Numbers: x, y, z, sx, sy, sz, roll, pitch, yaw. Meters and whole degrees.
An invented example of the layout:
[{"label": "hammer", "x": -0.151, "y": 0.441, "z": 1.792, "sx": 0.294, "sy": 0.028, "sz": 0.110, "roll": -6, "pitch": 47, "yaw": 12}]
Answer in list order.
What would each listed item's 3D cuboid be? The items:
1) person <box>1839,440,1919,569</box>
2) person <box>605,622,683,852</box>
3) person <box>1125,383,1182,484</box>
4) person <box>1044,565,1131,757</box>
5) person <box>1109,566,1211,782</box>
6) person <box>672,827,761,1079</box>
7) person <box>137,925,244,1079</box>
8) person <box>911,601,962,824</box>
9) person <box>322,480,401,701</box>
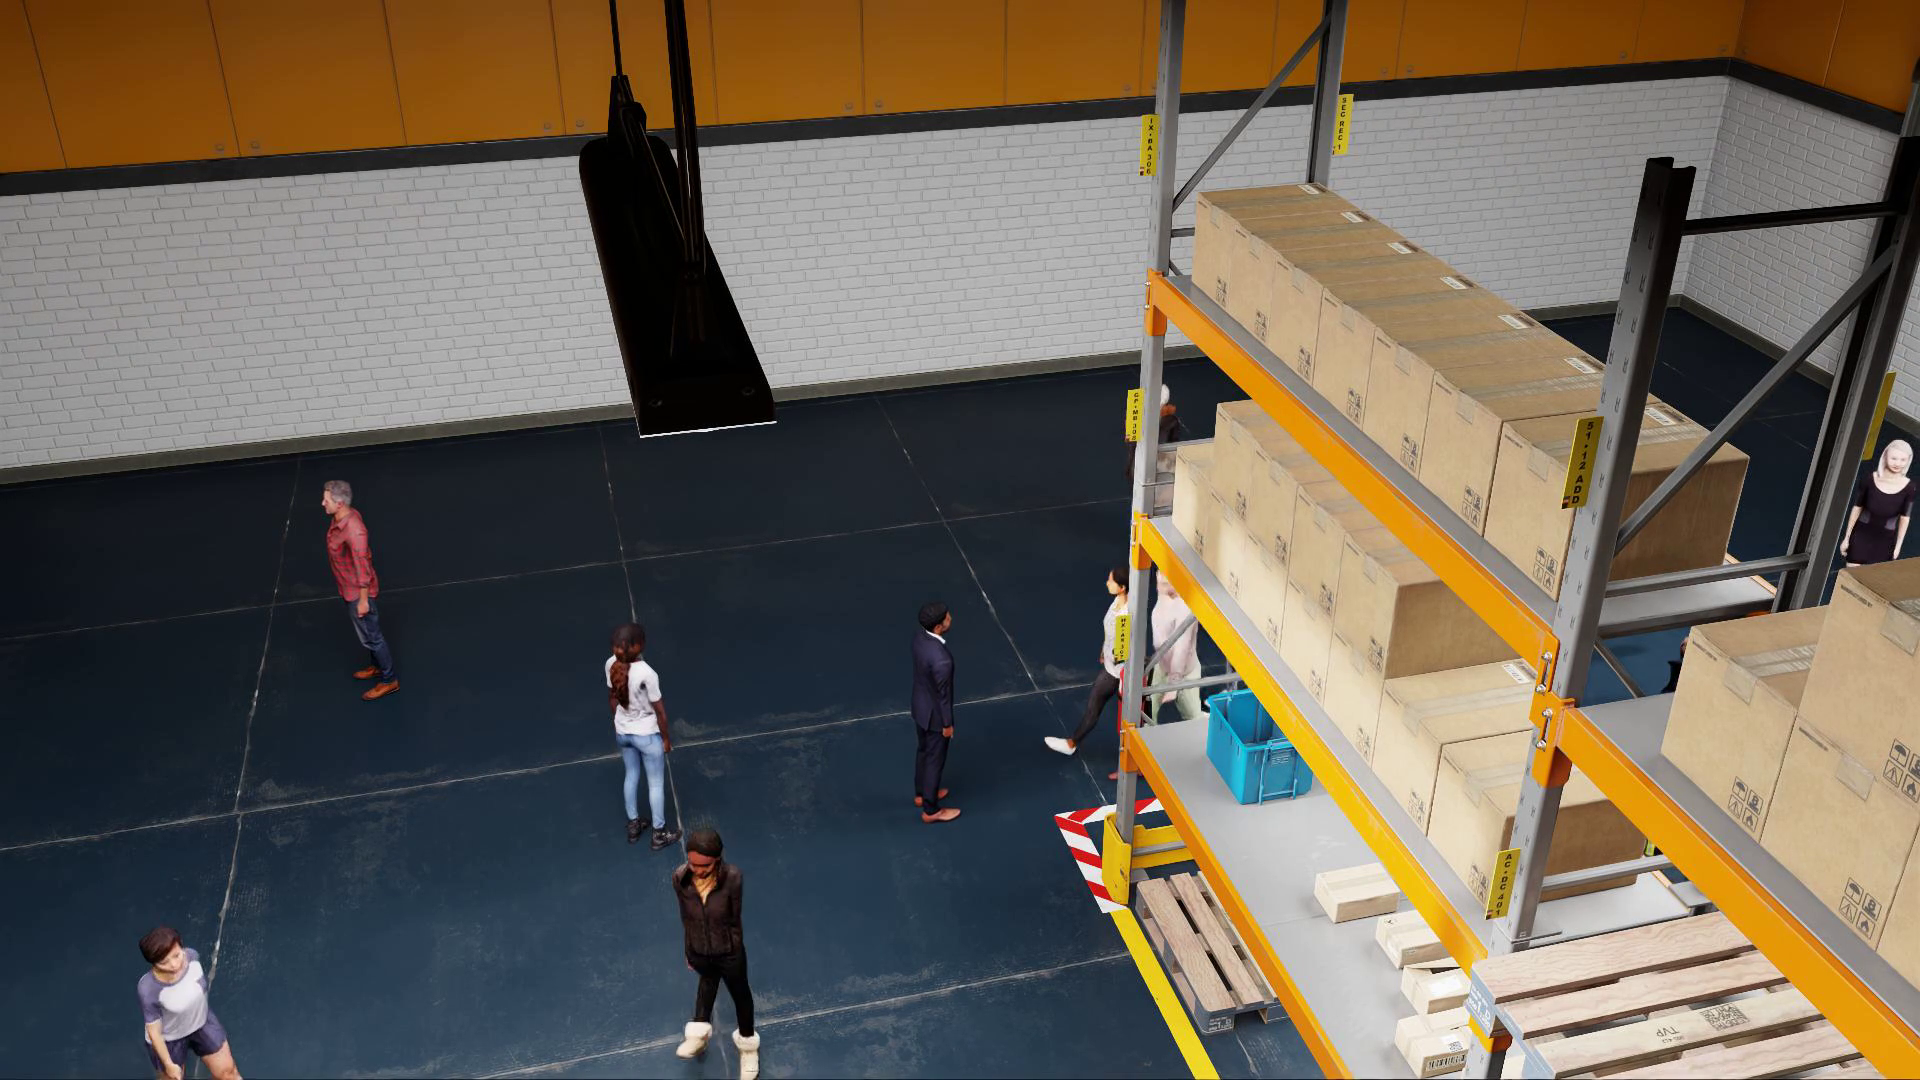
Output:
[{"label": "person", "x": 7.411, "y": -0.007, "z": 13.530, "sx": 0.858, "sy": 1.819, "sz": 0.934, "roll": 13, "pitch": 31, "yaw": 23}, {"label": "person", "x": -2.164, "y": 1.309, "z": 11.222, "sx": 0.655, "sy": 1.720, "sz": 0.710, "roll": 15, "pitch": 32, "yaw": 25}, {"label": "person", "x": 1.698, "y": -0.615, "z": 14.848, "sx": 0.781, "sy": 1.626, "sz": 0.817, "roll": 8, "pitch": 30, "yaw": 15}, {"label": "person", "x": 1.251, "y": 0.923, "z": 12.067, "sx": 0.904, "sy": 1.588, "sz": 1.120, "roll": 2, "pitch": 29, "yaw": 3}, {"label": "person", "x": 1.614, "y": 0.922, "z": 11.813, "sx": 0.810, "sy": 1.834, "sz": 1.193, "roll": -11, "pitch": 30, "yaw": -19}, {"label": "person", "x": -1.393, "y": 2.374, "z": 9.329, "sx": 0.733, "sy": 1.663, "sz": 0.821, "roll": 0, "pitch": 29, "yaw": -1}, {"label": "person", "x": -4.258, "y": 2.633, "z": 8.998, "sx": 1.035, "sy": 1.526, "sz": 0.994, "roll": 12, "pitch": 31, "yaw": 20}, {"label": "person", "x": -0.197, "y": 1.174, "z": 11.466, "sx": 0.724, "sy": 1.723, "sz": 0.517, "roll": -12, "pitch": 31, "yaw": -21}, {"label": "person", "x": -4.642, "y": 0.360, "z": 12.847, "sx": 0.800, "sy": 1.830, "sz": 0.569, "roll": -14, "pitch": 32, "yaw": -24}]
